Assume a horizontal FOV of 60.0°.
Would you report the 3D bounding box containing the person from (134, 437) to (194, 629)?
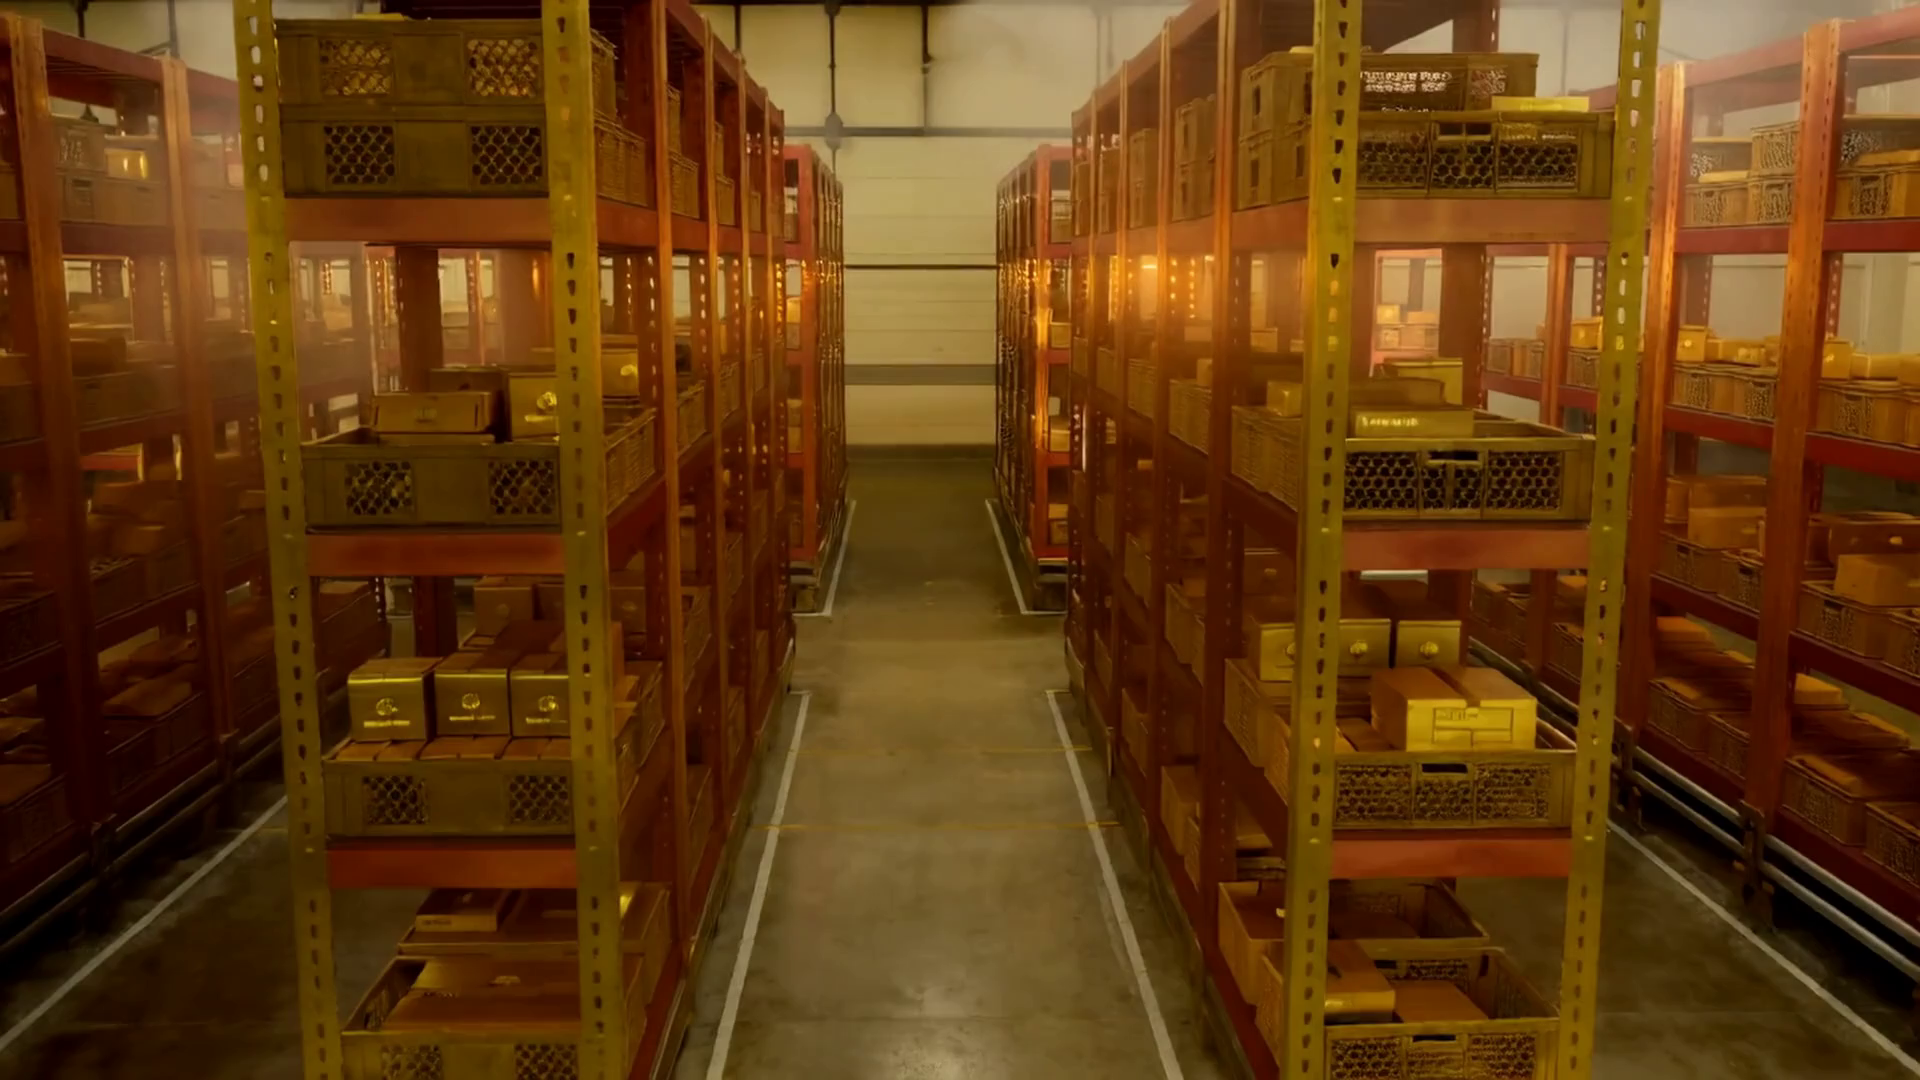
[{"bbox_3d":[-5.926,-0.226,12.300,0.555,1.804,0.626,-4,10,-25],"label":"person"}]
